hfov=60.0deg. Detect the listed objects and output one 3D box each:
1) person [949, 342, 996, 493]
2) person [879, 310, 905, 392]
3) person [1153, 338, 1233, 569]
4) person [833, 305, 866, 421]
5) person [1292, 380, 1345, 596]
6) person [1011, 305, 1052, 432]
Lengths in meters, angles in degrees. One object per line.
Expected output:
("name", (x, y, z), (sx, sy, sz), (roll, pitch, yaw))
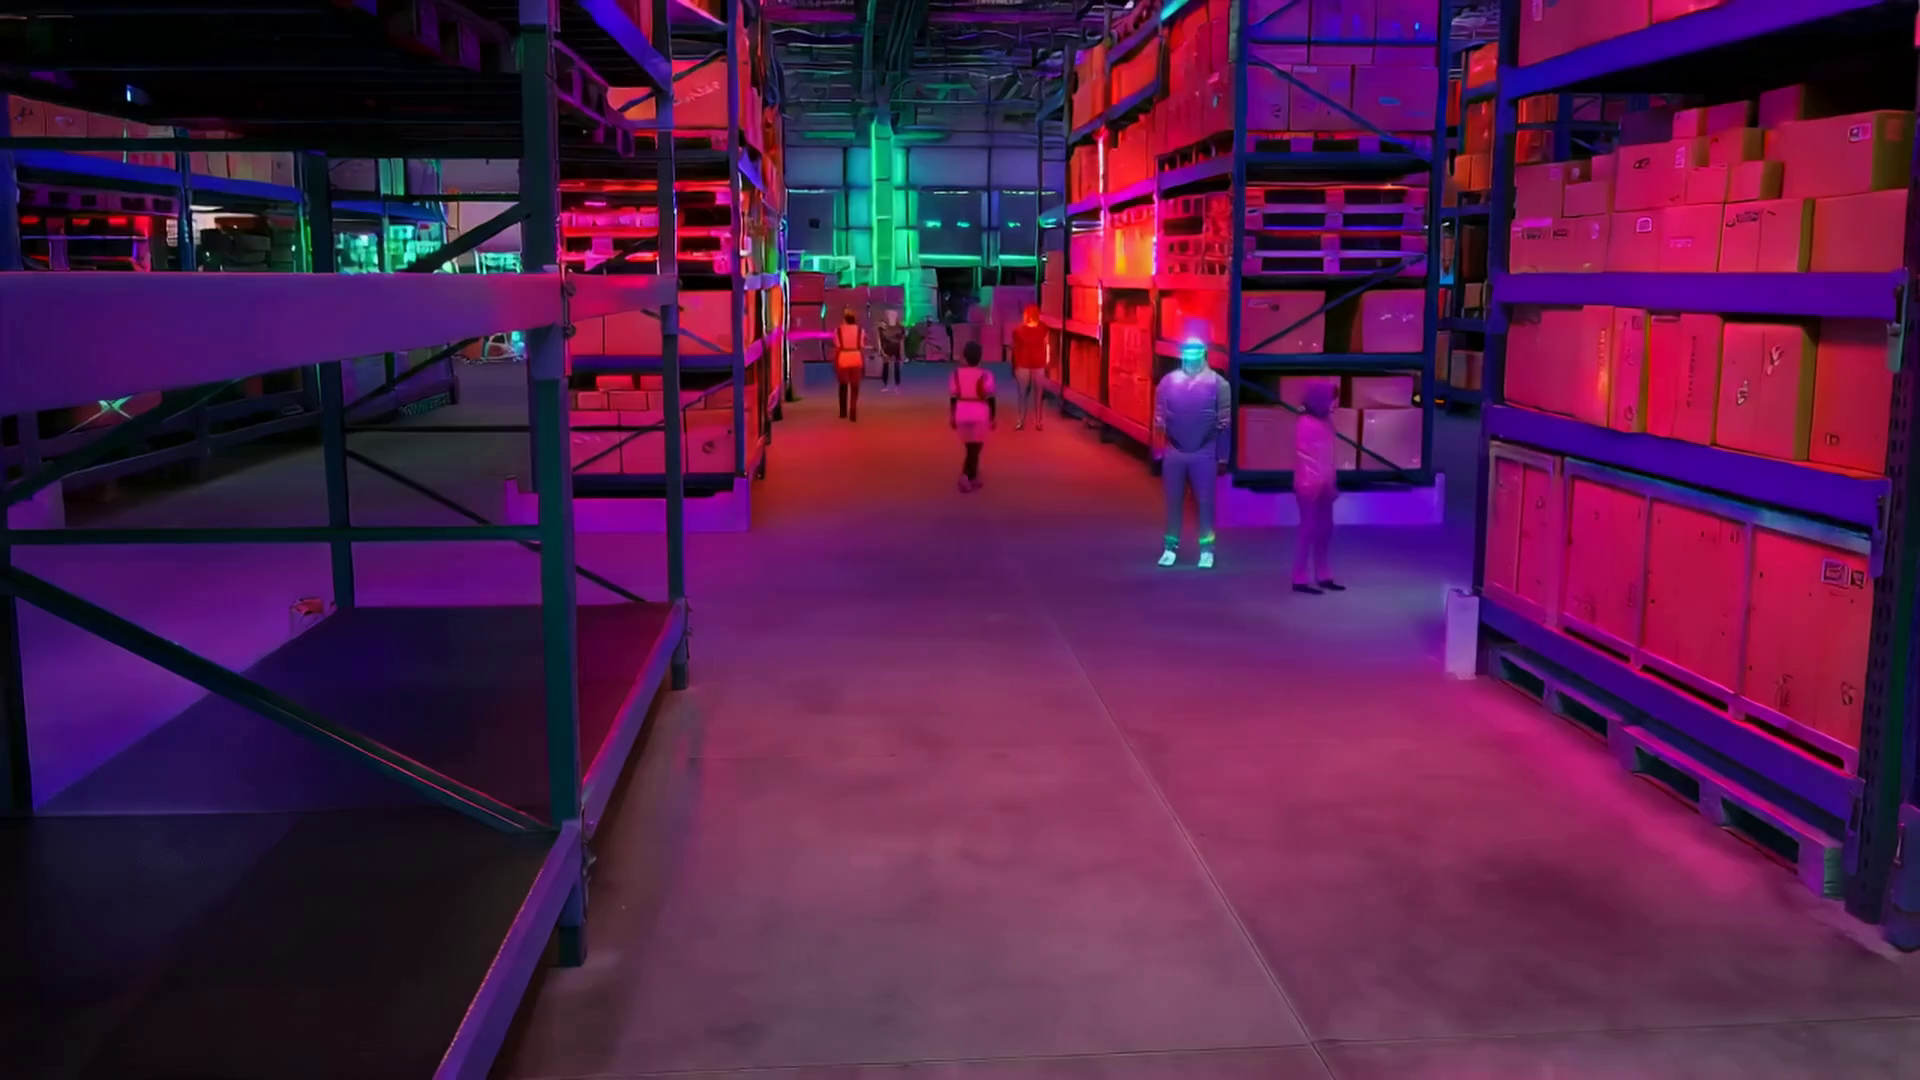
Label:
("person", (0.122, -1.366, 18.481), (0.532, 1.665, 0.829), (4, 10, 25))
("person", (-1.401, -3.872, 34.132), (0.538, 1.698, 0.320), (-1, 9, -4))
("person", (1.905, -0.709, 13.671), (0.651, 1.899, 0.398), (4, 10, 24))
("person", (-1.841, -2.955, 27.758), (0.556, 1.899, 0.915), (-1, 9, -7))
("person", (2.710, -0.395, 12.541), (0.511, 1.623, 0.336), (-8, 12, -42))
("person", (1.100, -2.634, 25.616), (0.630, 1.940, 0.371), (2, 9, 10))
